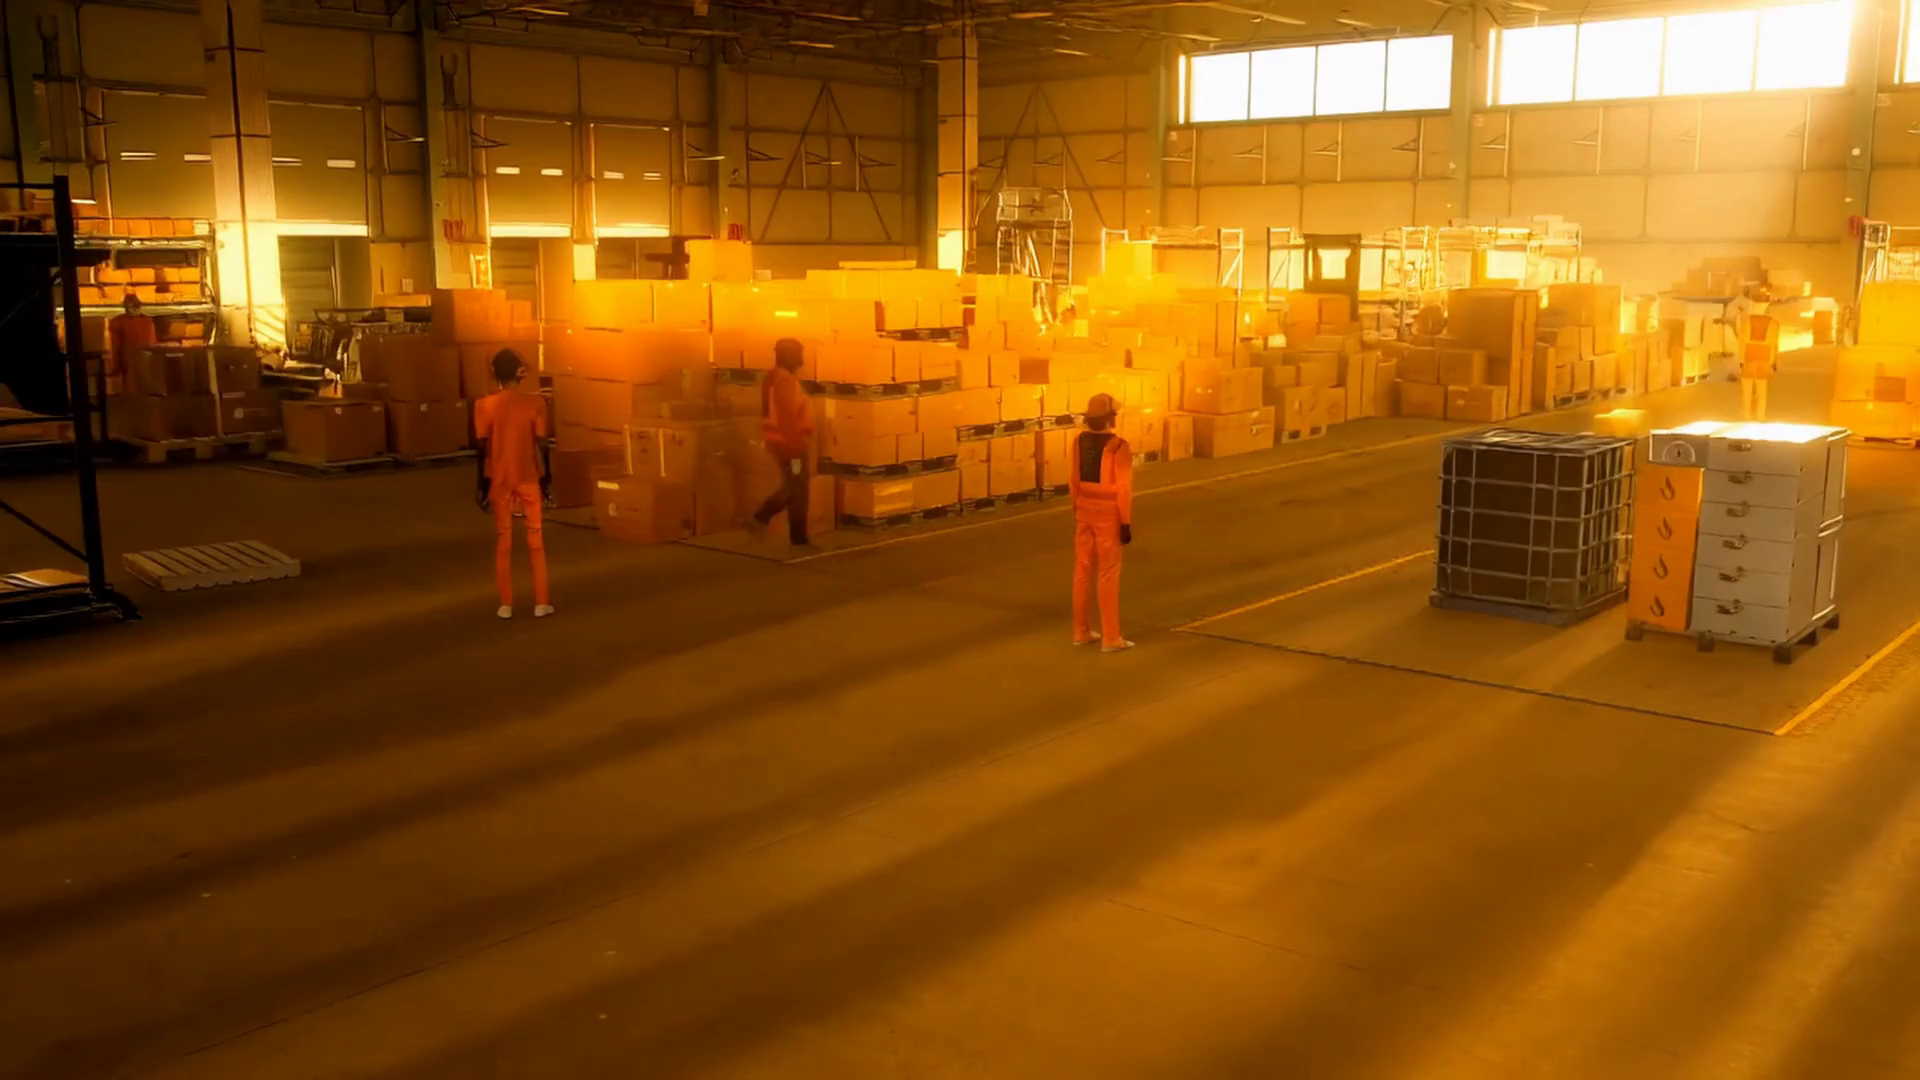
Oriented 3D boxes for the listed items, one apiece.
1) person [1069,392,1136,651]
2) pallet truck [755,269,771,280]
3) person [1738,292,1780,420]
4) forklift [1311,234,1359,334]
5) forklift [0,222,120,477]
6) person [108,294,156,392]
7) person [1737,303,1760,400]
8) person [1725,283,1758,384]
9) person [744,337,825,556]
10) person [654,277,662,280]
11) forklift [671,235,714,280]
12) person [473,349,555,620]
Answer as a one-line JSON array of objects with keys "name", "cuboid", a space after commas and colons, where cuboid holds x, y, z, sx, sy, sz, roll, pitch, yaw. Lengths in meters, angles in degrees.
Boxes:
[{"name": "person", "cuboid": [0.893, -0.118, 10.592, 0.315, 1.641, 0.514, -8, 13, -39]}, {"name": "pallet truck", "cuboid": [-4.996, -6.432, 45.525, 1.885, 1.965, 0.823, -6, 12, -32]}, {"name": "person", "cuboid": [11.768, -2.695, 24.514, 0.553, 1.914, 0.825, 4, 11, 21]}, {"name": "forklift", "cuboid": [7.626, -4.865, 34.093, 1.129, 2.768, 1.873, 3, 10, 16]}, {"name": "forklift", "cuboid": [-10.624, -2.109, 18.400, 1.129, 2.768, 1.873, 8, 13, 40]}, {"name": "person", "cuboid": [-11.050, -2.326, 22.314, 0.362, 1.938, 0.635, 6, 12, 31]}, {"name": "person", "cuboid": [13.320, -3.178, 27.890, 0.538, 1.688, 0.363, 4, 11, 22]}, {"name": "person", "cuboid": [14.832, -3.890, 31.382, 0.699, 1.879, 0.837, -2, 10, -11]}, {"name": "person", "cuboid": [-1.456, -0.766, 13.757, 0.566, 1.825, 0.645, -3, 11, -19]}, {"name": "person", "cuboid": [-6.516, -4.725, 36.011, 0.639, 1.928, 0.369, -5, 11, -24]}, {"name": "forklift", "cuboid": [-5.766, -5.223, 36.131, 1.873, 2.768, 1.129, 8, 13, 40]}, {"name": "person", "cuboid": [-3.057, -0.376, 11.431, 0.517, 1.865, 0.327, -2, 10, -10]}]
